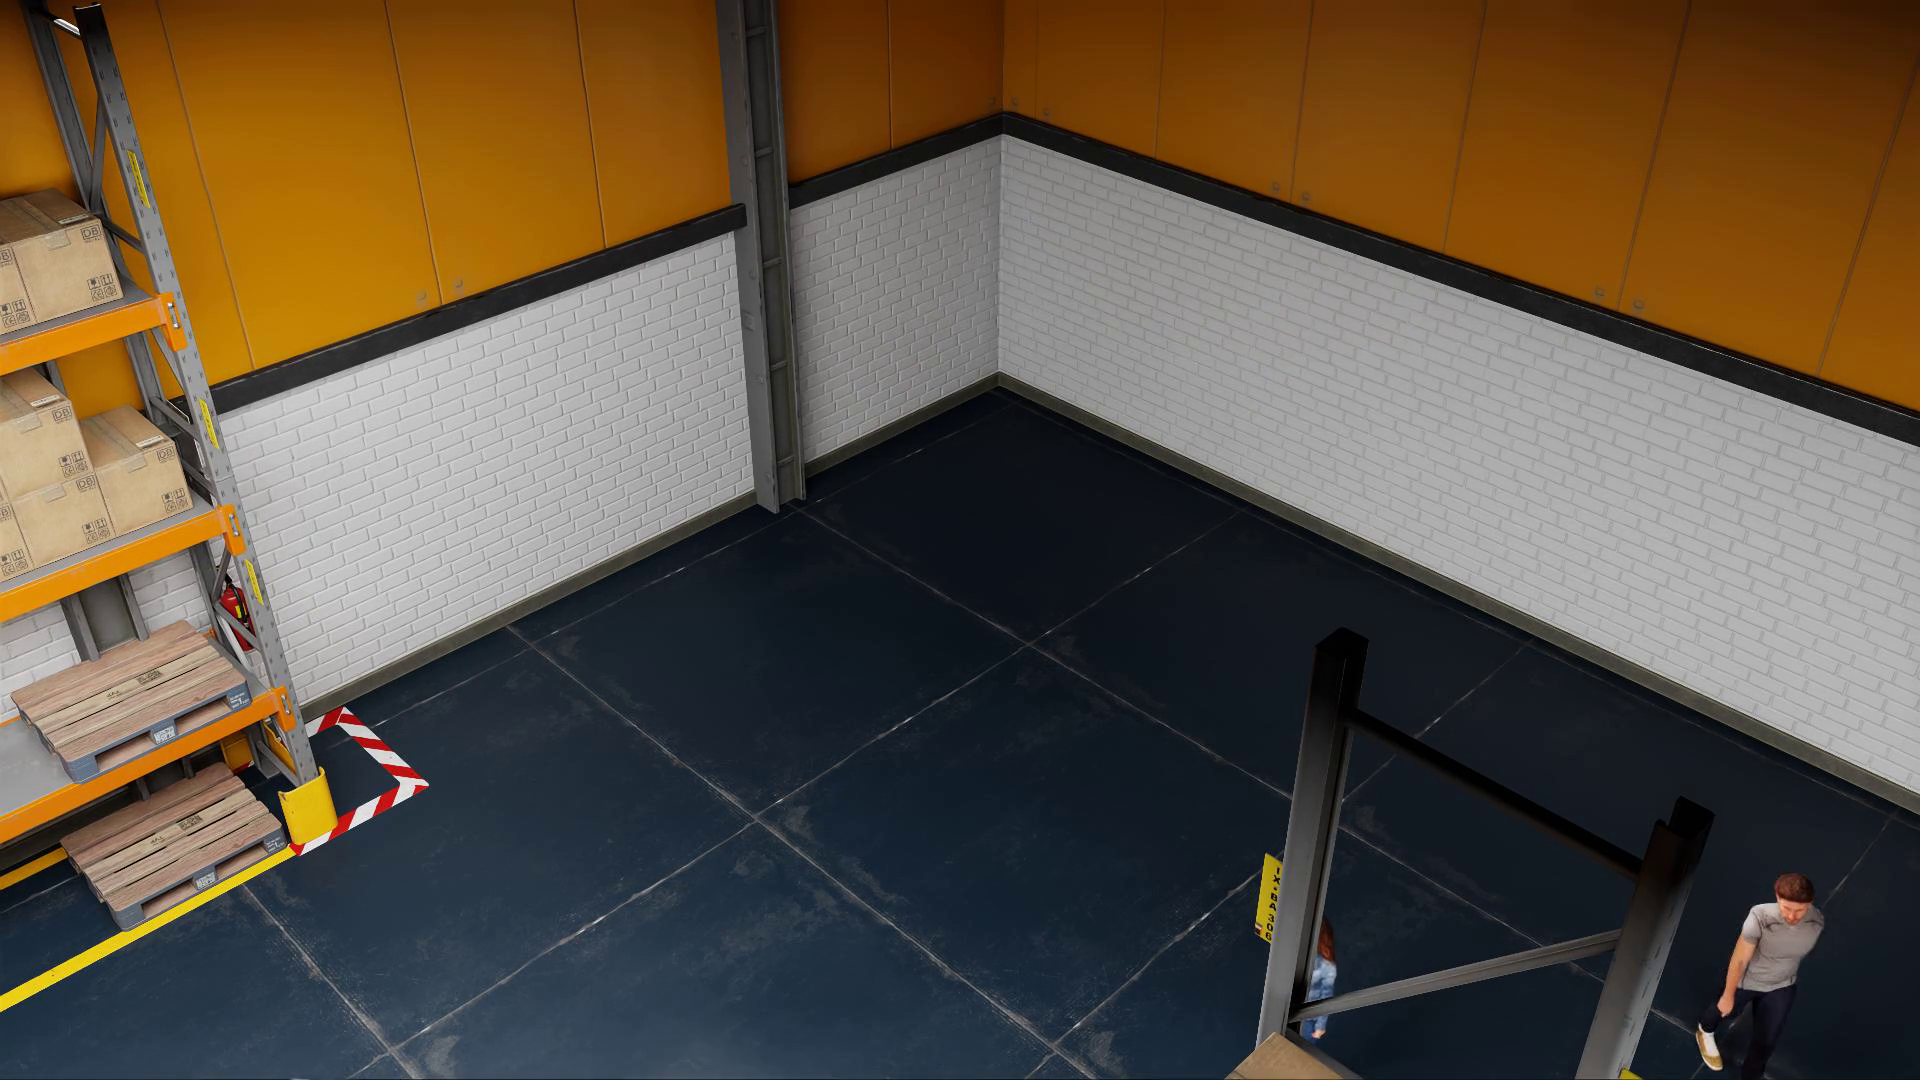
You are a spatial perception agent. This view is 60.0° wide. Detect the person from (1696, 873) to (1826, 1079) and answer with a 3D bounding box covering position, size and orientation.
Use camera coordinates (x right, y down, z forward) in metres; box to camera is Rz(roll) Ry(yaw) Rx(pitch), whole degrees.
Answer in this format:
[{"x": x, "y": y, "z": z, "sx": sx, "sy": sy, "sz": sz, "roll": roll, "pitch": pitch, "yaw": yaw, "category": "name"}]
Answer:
[{"x": 4.763, "y": 2.568, "z": 9.960, "sx": 1.020, "sy": 1.841, "sz": 1.101, "roll": -2, "pitch": 34, "yaw": -3, "category": "person"}]
